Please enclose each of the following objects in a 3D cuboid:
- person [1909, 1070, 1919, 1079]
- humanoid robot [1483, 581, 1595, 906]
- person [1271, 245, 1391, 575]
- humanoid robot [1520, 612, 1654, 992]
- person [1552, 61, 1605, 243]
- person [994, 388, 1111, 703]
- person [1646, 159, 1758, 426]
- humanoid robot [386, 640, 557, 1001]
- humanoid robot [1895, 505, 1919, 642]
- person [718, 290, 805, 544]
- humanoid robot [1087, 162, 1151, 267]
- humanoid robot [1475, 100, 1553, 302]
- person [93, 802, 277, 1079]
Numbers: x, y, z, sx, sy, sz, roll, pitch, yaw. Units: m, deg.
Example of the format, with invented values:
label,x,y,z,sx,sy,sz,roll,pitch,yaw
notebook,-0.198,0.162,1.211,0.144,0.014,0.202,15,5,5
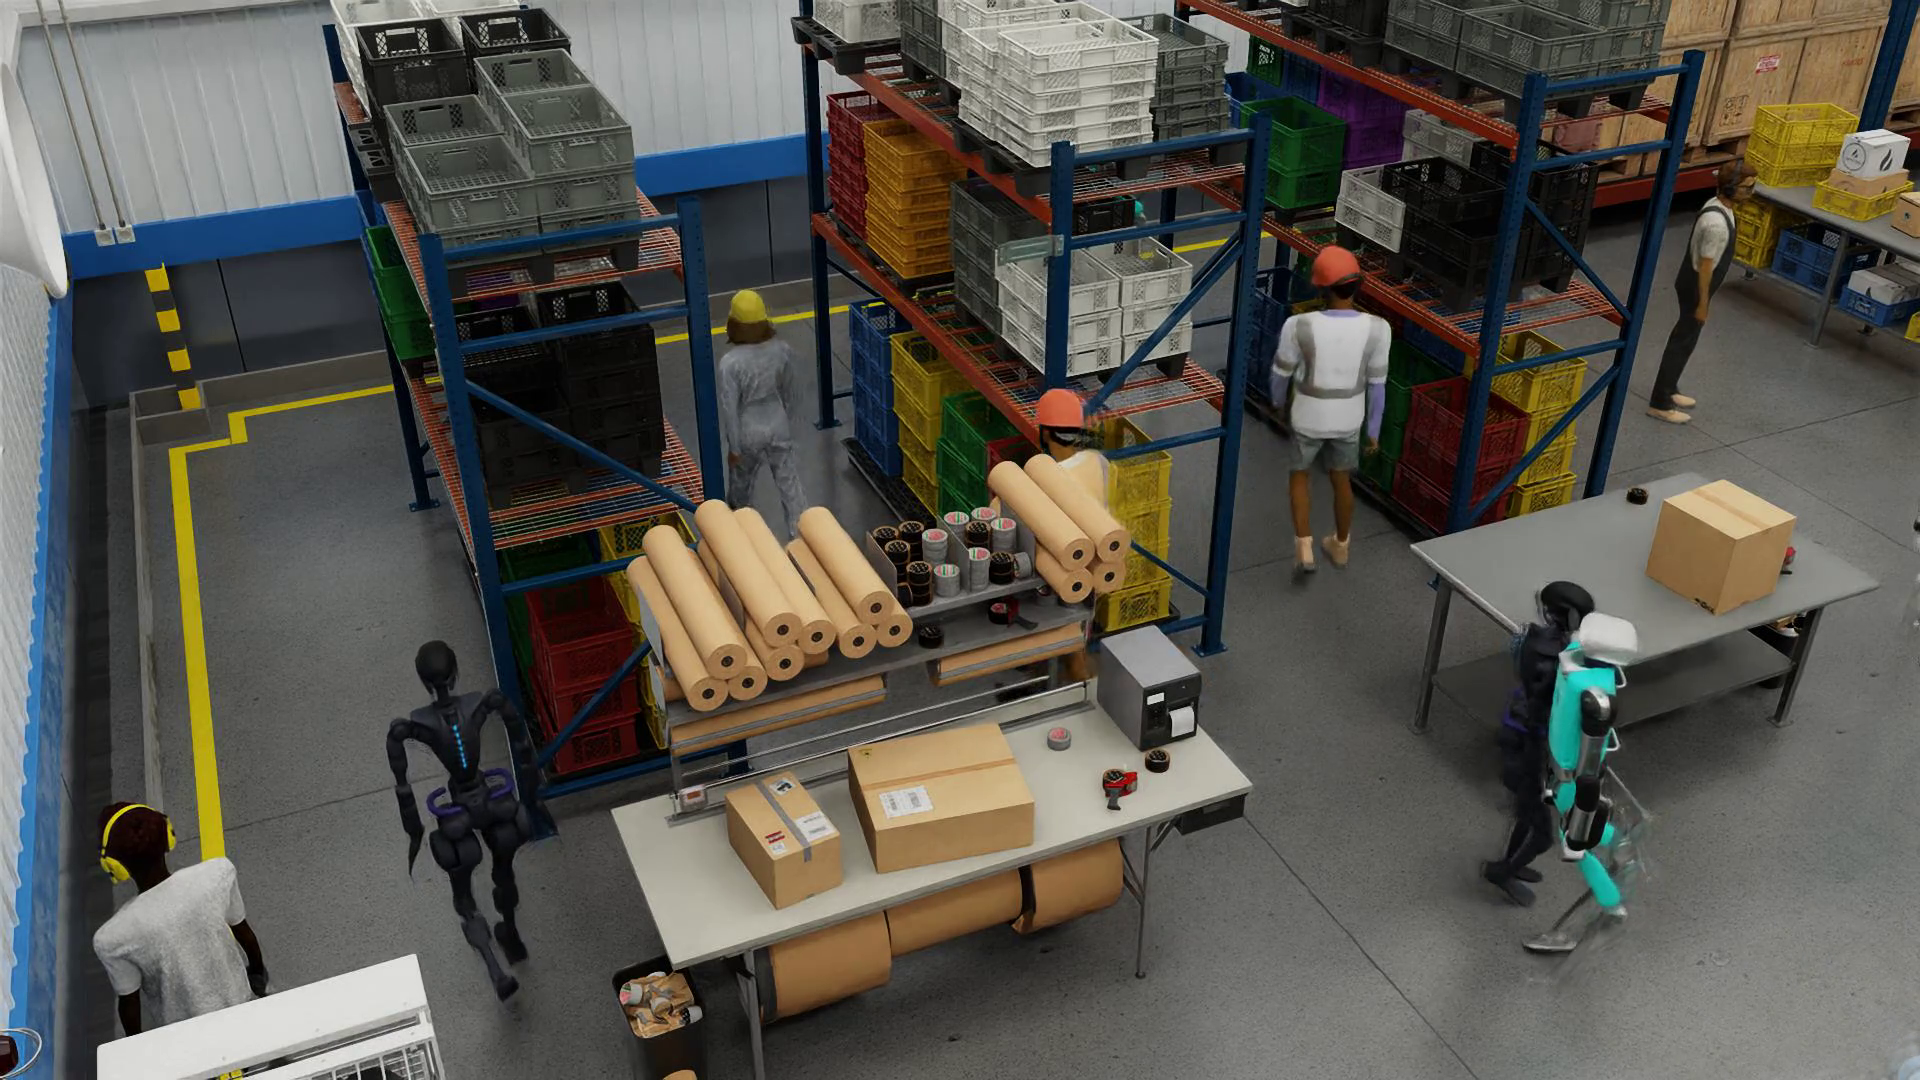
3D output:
label,x,y,z,sx,sy,sz,roll,pitch,yaw
person,2.689,2.223,4.883,0.610,1.812,0.893,-5,32,-7
humanoid robot,2.518,0.874,7.206,0.337,1.657,0.608,18,36,26
person,2.071,-0.684,9.416,0.623,2.011,0.587,0,32,0
humanoid robot,2.661,1.100,6.801,0.671,1.816,0.535,3,32,5
person,5.105,-3.226,13.790,0.522,1.761,0.336,-15,35,-23
person,0.430,0.163,8.159,0.803,1.880,0.663,20,37,29
person,4.986,-1.666,11.188,0.341,1.837,0.500,14,34,21
humanoid robot,-1.930,1.168,6.734,0.613,1.624,0.572,-17,35,-25
humanoid robot,5.317,-0.058,8.768,0.543,1.893,0.748,20,37,29
person,-1.174,-0.653,9.669,0.507,1.691,0.906,-20,37,-29
humanoid robot,1.248,-2.944,13.292,0.751,1.715,0.531,-7,32,-11
humanoid robot,4.314,-2.491,12.677,1.052,1.777,0.535,1,32,1
person,-2.634,1.650,5.779,0.340,1.857,0.518,23,38,32
